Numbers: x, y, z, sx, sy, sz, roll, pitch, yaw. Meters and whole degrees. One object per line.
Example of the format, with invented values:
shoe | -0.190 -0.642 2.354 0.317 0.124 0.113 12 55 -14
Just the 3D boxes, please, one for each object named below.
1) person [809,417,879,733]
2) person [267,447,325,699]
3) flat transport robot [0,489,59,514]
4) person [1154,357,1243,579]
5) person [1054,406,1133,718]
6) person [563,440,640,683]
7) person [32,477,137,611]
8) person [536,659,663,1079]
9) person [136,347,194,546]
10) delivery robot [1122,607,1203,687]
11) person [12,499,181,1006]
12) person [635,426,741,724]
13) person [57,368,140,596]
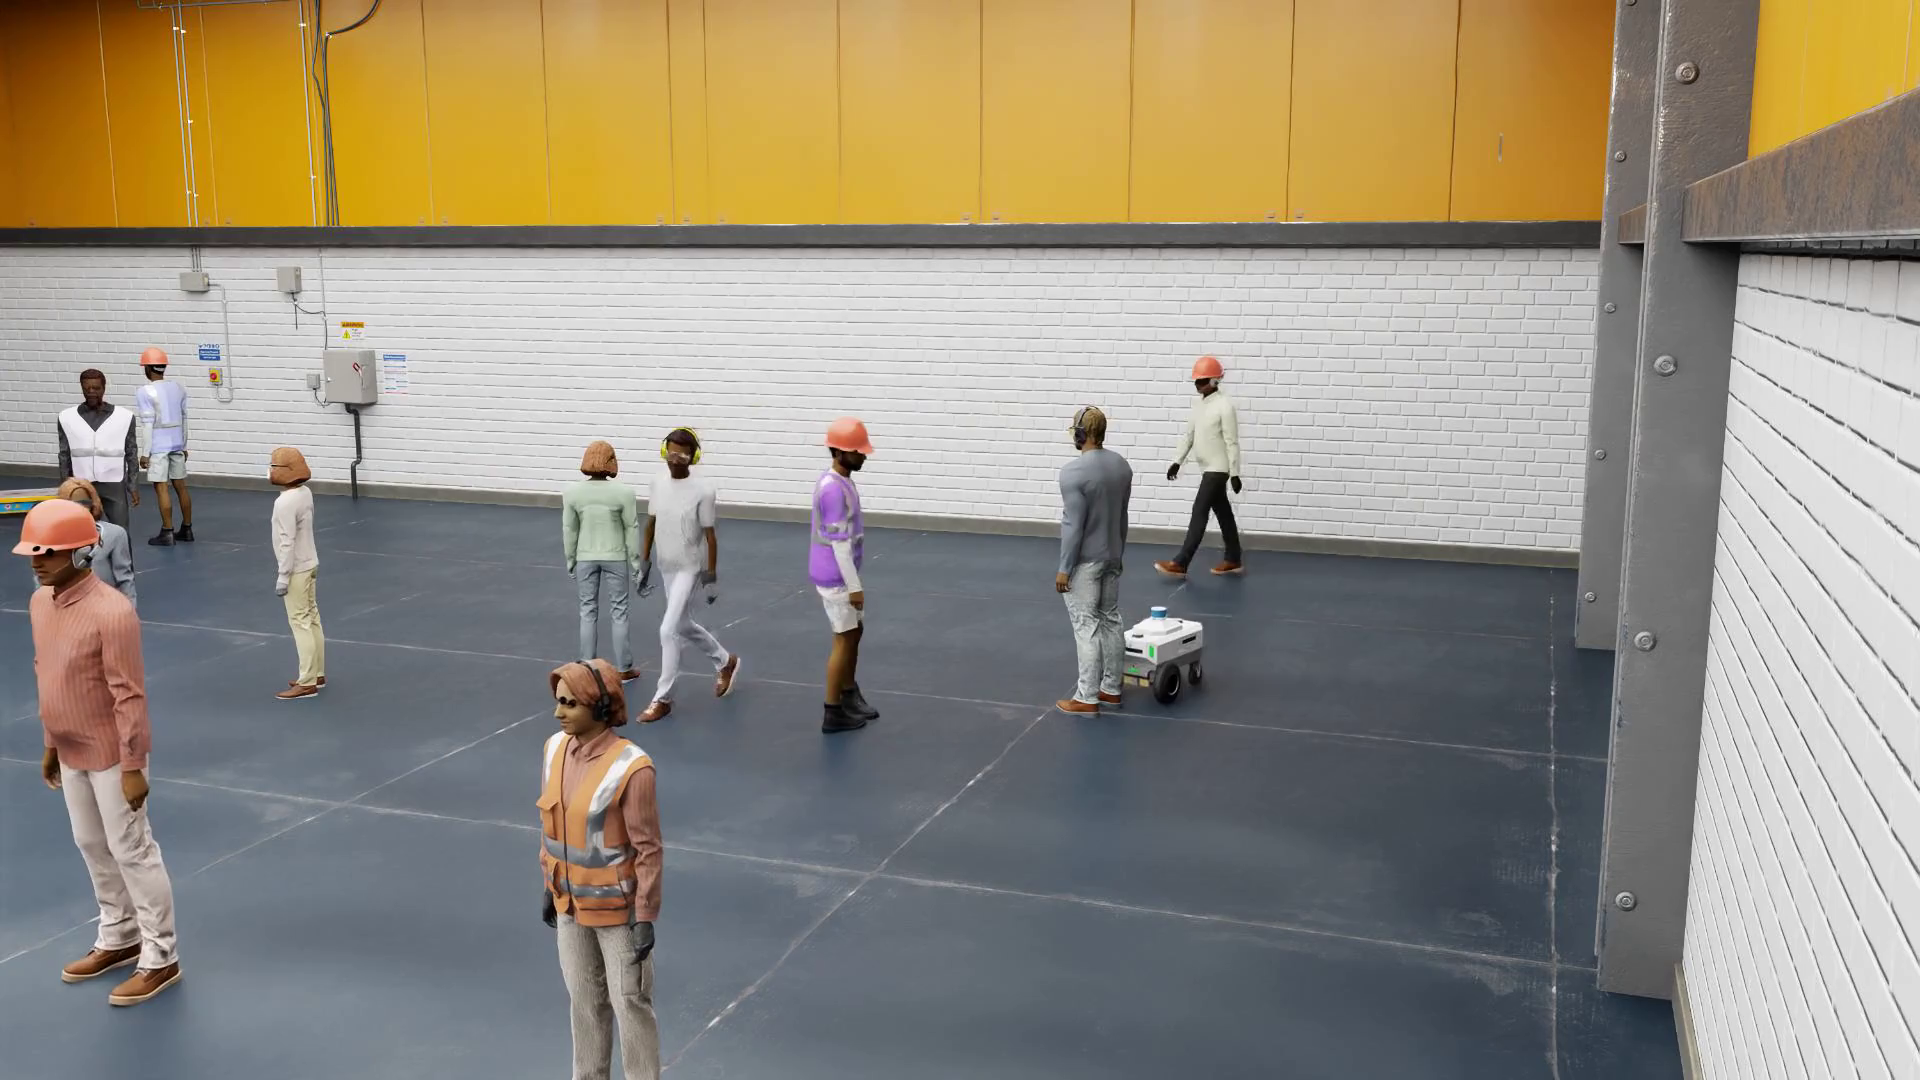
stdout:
person | -0.697 0.203 10.044 0.411 1.913 0.578 1 10 3
person | -4.318 0.207 10.793 0.279 1.636 0.500 -1 10 -6
flat transport robot | -10.340 -0.407 18.093 1.431 0.197 0.652 -4 11 -22
person | 2.108 -0.627 14.600 1.001 1.943 0.613 -2 10 -13
person | 0.821 0.135 10.346 0.354 1.937 0.635 9 13 41
person | -2.387 0.151 11.118 0.507 1.631 0.266 0 10 1
person | -4.952 0.451 9.447 0.506 1.633 0.292 -5 11 -28
person | -1.152 1.177 5.320 0.525 1.639 0.307 8 13 37
person | -7.795 -0.910 16.239 0.372 1.935 0.551 4 11 21
delivery robot | 1.297 0.682 10.897 0.477 0.478 0.707 7 12 36
person | -3.358 0.815 6.424 0.630 1.981 0.430 7 12 34
person | -1.700 0.178 10.426 0.541 1.829 0.892 7 12 34
person | -7.073 -0.451 13.700 0.592 1.922 0.392 -4 11 -21
